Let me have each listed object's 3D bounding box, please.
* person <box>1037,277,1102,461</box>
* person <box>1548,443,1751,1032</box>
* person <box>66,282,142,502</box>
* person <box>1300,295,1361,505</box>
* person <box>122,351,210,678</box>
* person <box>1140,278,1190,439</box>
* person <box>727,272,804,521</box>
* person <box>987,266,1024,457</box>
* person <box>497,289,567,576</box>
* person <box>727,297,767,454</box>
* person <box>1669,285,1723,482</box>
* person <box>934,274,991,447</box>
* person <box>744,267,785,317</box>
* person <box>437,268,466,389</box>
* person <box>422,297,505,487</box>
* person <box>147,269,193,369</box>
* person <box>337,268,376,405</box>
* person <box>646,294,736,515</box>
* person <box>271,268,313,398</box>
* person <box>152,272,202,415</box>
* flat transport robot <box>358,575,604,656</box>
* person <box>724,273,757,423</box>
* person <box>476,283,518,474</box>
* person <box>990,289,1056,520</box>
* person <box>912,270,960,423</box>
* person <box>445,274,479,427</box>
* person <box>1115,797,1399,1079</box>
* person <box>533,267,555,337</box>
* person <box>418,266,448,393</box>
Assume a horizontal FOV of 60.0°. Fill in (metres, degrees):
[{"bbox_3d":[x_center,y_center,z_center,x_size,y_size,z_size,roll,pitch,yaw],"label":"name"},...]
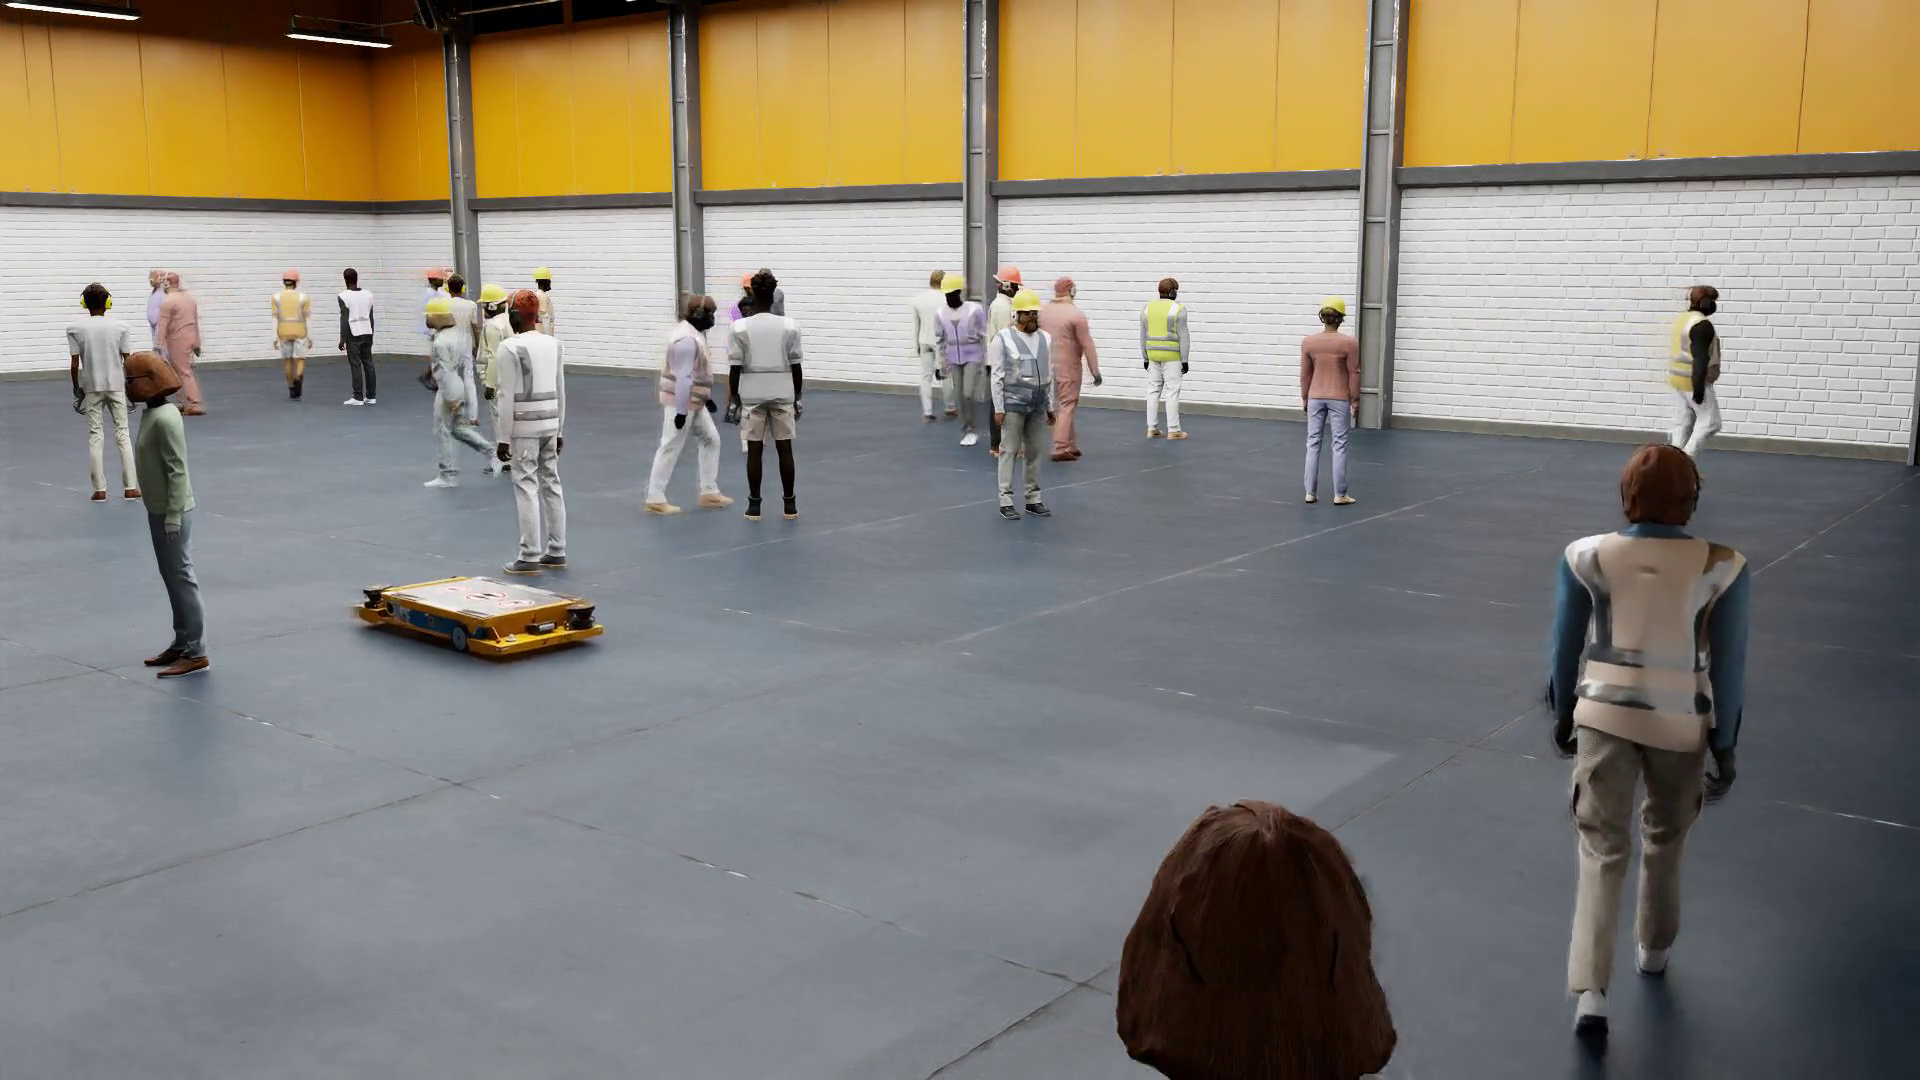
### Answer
[{"bbox_3d":[1.124,-1.750,17.069,0.625,1.873,0.689,-8,13,-40],"label":"person"},{"bbox_3d":[1.872,0.537,4.593,0.516,1.597,0.844,4,11,25],"label":"person"},{"bbox_3d":[-7.316,-1.260,14.234,0.512,1.872,0.328,-5,11,-25],"label":"person"},{"bbox_3d":[3.125,-1.173,14.042,0.523,1.767,0.313,6,11,31],"label":"person"},{"bbox_3d":[-3.998,-0.131,8.351,0.276,1.631,0.507,-7,12,-35],"label":"person"},{"bbox_3d":[2.367,-2.073,19.053,0.637,1.842,0.429,8,13,40],"label":"person"},{"bbox_3d":[-1.538,-1.130,13.206,0.601,1.963,0.369,-2,10,-11],"label":"person"},{"bbox_3d":[0.475,-1.862,17.394,0.385,1.990,0.608,-1,10,-7],"label":"person"},{"bbox_3d":[-2.826,-0.708,10.998,0.338,1.882,0.572,5,11,27],"label":"person"},{"bbox_3d":[-2.237,-1.782,17.875,0.531,1.664,0.785,-2,10,-9],"label":"person"},{"bbox_3d":[6.754,-1.420,15.291,0.449,1.829,0.655,1,10,5],"label":"person"},{"bbox_3d":[0.003,-1.963,18.263,0.611,1.885,0.622,5,11,25],"label":"person"},{"bbox_3d":[-2.875,-3.056,24.528,0.639,1.924,0.465,-5,11,-25],"label":"person"},{"bbox_3d":[-7.969,-3.281,25.928,0.401,1.903,0.644,2,10,12],"label":"person"},{"bbox_3d":[-4.544,-1.340,15.116,0.639,1.726,0.490,0,10,-2],"label":"person"},{"bbox_3d":[-12.731,-3.400,26.658,0.651,1.884,0.736,9,13,42],"label":"person"},{"bbox_3d":[-8.483,-2.858,23.418,0.391,1.914,0.587,5,11,27],"label":"person"},{"bbox_3d":[-2.190,-1.101,13.585,0.832,1.779,0.641,-1,10,-3],"label":"person"},{"bbox_3d":[-9.737,-3.000,24.236,0.546,1.917,0.652,-2,10,-14],"label":"person"},{"bbox_3d":[-10.323,-2.561,21.804,0.786,1.879,0.645,0,10,2],"label":"person"},{"bbox_3d":[-2.684,0.396,9.246,1.431,0.197,0.652,9,13,41],"label":"flat transport robot"},{"bbox_3d":[-2.582,-2.356,20.588,1.014,1.882,0.567,8,13,40],"label":"person"},{"bbox_3d":[-4.446,-1.550,16.033,0.403,1.834,0.586,1,10,5],"label":"person"},{"bbox_3d":[0.521,-1.082,13.309,0.599,1.831,0.404,-6,11,-32],"label":"person"},{"bbox_3d":[-0.274,-2.459,21.091,0.650,1.901,0.880,3,10,19],"label":"person"},{"bbox_3d":[-6.110,-2.295,20.263,0.524,1.871,0.325,-5,11,-26],"label":"person"},{"bbox_3d":[0.296,1.050,1.505,0.506,1.619,0.436,-2,10,-13],"label":"person"},{"bbox_3d":[-5.946,-2.931,23.792,0.355,1.930,0.587,-5,11,-26],"label":"person"},{"bbox_3d":[-7.962,-3.188,25.289,0.424,1.927,0.563,-2,10,-10],"label":"person"}]
